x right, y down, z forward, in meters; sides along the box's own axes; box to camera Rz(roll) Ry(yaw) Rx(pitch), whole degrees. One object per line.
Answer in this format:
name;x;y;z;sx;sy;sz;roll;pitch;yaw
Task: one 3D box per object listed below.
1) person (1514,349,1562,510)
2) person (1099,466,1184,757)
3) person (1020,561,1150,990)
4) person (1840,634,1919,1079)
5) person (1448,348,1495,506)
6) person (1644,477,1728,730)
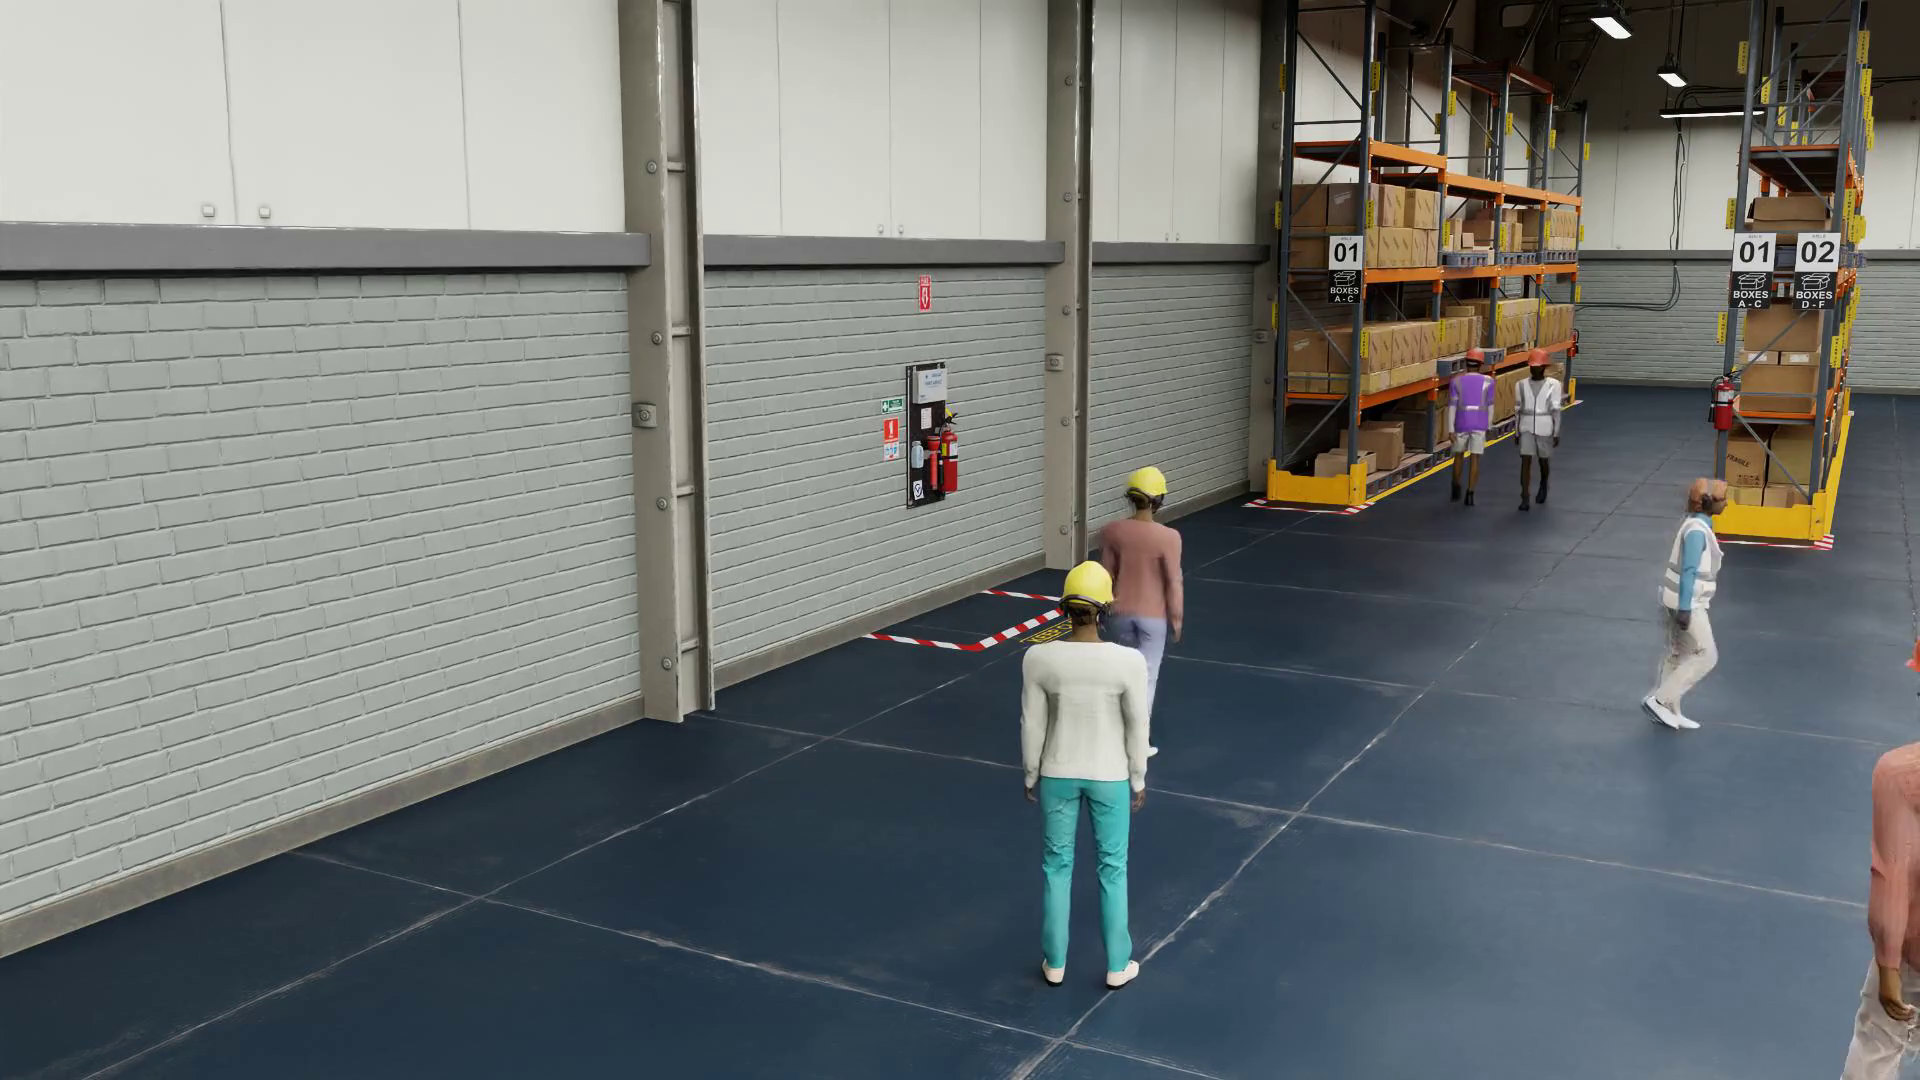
person;6.891;-1.333;19.854;0.546;1.909;0.936;5;11;28
person;1.086;0.439;9.894;0.542;1.758;0.395;6;12;33
person;0.510;0.963;6.803;0.525;1.769;0.327;2;10;13
person;3.009;1.190;4.992;0.627;1.946;1.038;0;10;0
person;6.213;-1.389;20.249;0.542;1.883;0.927;3;10;17
person;4.598;0.412;10.439;0.361;1.624;0.531;4;10;21
